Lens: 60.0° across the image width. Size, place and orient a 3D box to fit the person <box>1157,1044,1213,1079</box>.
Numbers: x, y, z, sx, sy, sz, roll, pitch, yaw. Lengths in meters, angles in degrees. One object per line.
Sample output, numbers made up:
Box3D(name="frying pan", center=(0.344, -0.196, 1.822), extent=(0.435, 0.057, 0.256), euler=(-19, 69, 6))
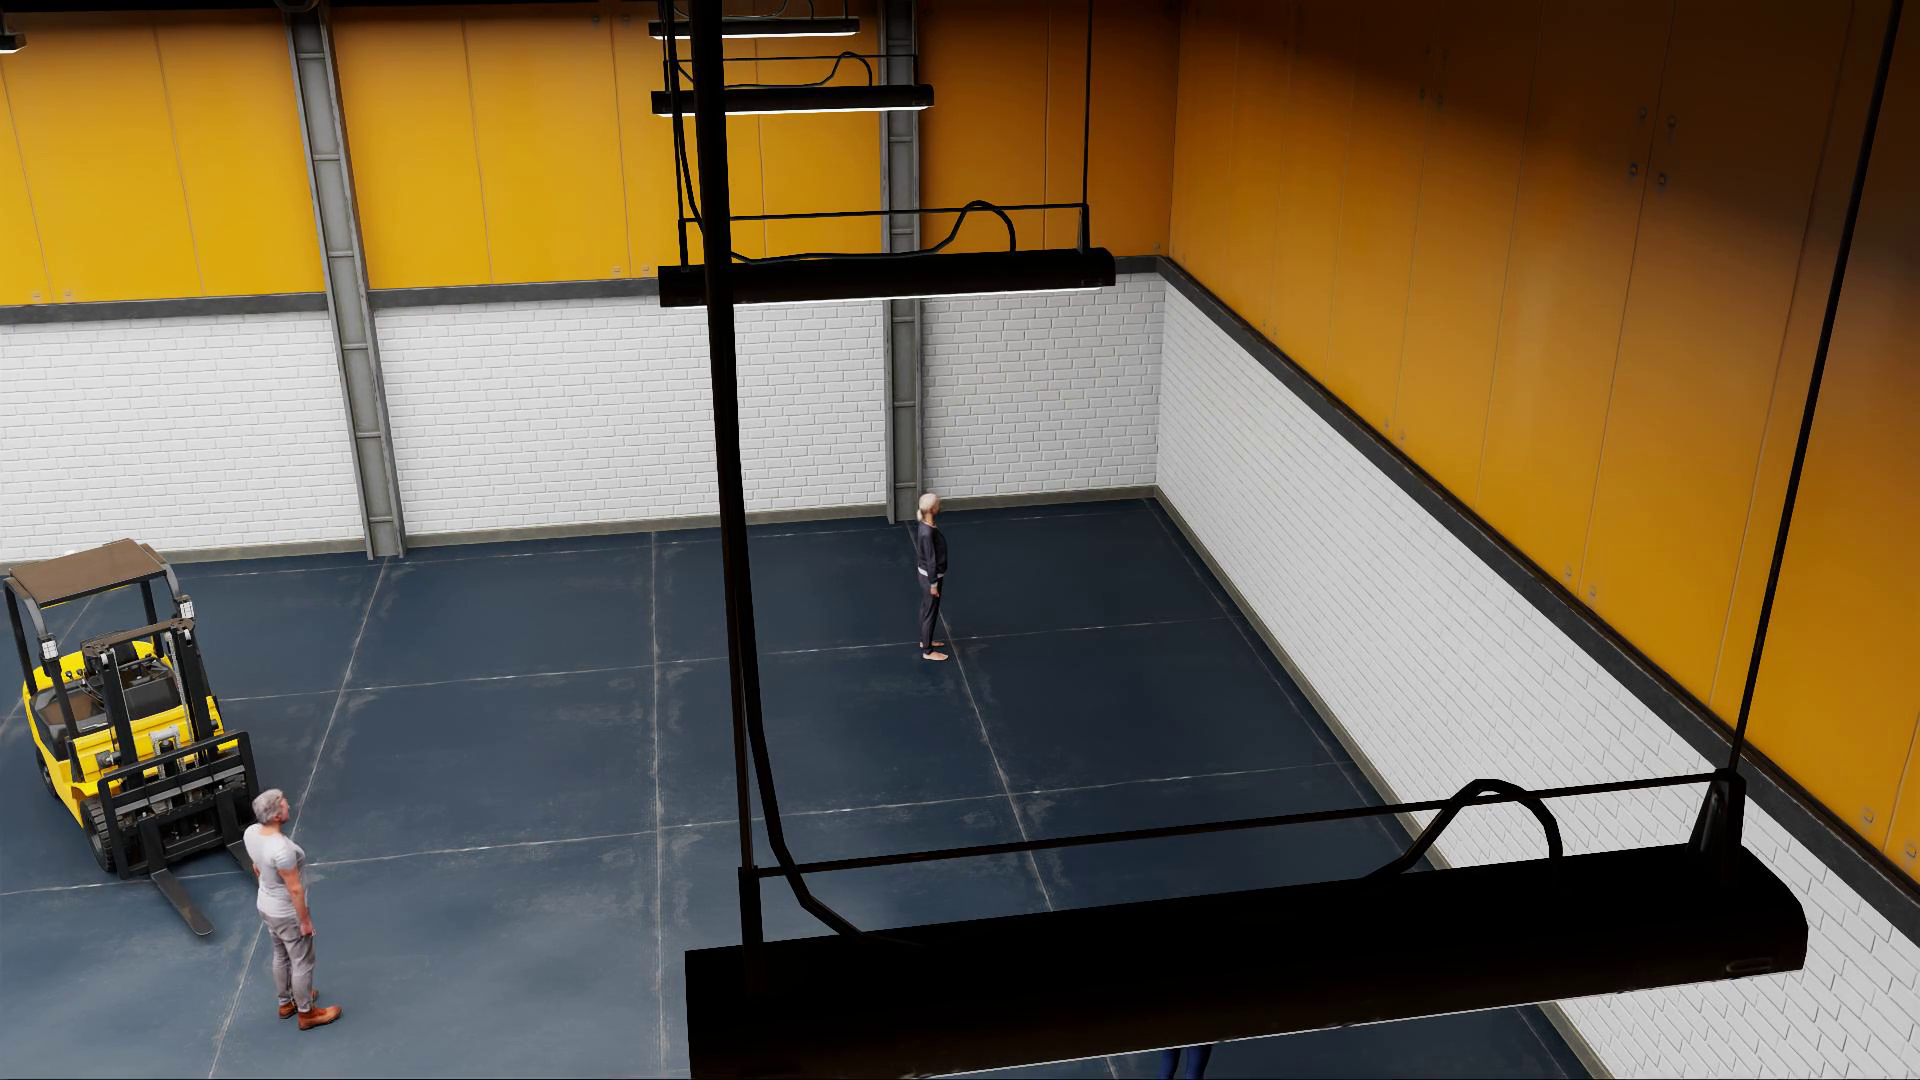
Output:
Box3D(name="person", center=(1.407, 3.007, 10.371), extent=(0.667, 1.774, 0.699), euler=(20, 31, 39))

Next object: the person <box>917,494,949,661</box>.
Box3D(name="person", center=(-0.295, 0.337, 16.539), extent=(0.516, 1.727, 0.618), euler=(-3, 24, -6))

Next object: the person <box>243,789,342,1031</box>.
Box3D(name="person", center=(-4.638, 2.530, 11.400), extent=(0.761, 1.825, 0.800), euler=(19, 30, 36))
